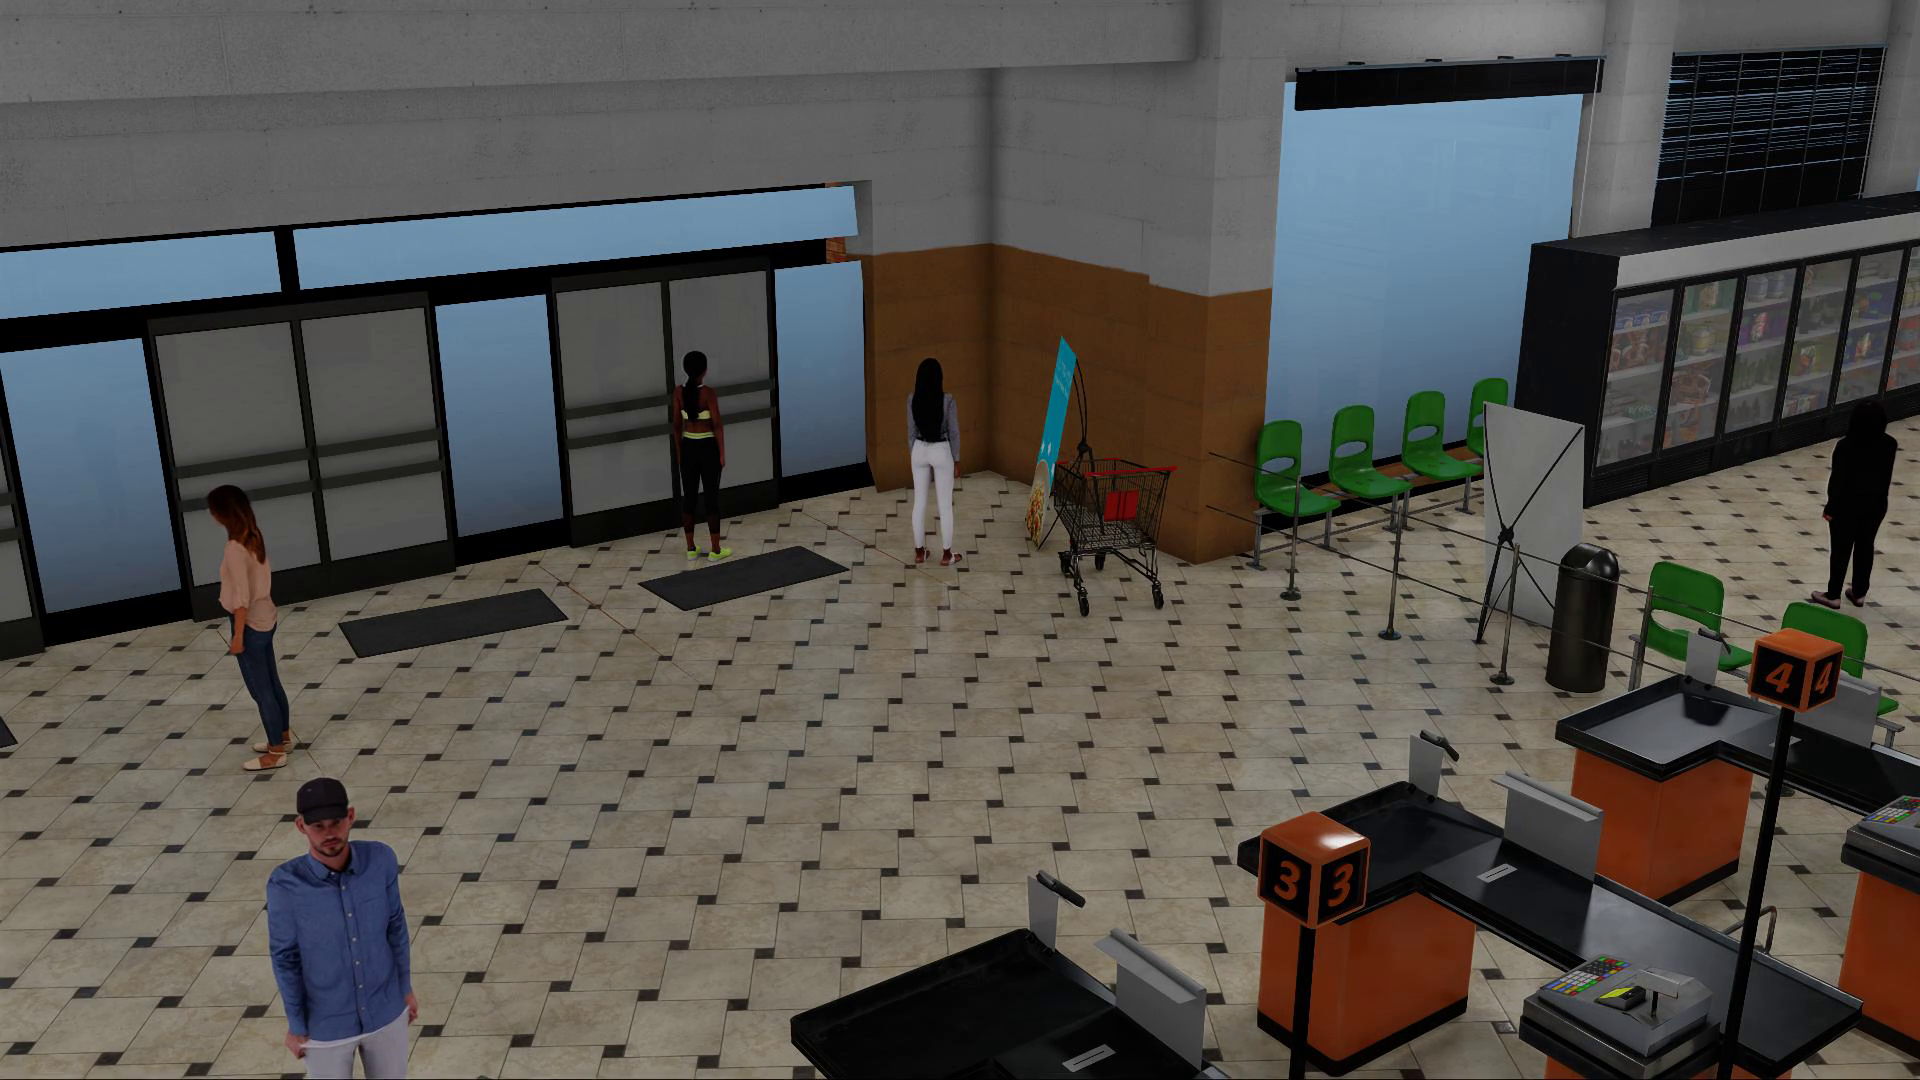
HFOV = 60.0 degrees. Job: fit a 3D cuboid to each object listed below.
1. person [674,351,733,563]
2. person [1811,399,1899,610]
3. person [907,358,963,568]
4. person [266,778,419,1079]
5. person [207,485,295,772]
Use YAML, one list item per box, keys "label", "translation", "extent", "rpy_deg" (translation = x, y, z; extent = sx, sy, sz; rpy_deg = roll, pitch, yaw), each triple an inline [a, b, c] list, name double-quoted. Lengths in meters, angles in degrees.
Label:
- label: "person"
  translation: [-2.136, -0.685, 13.626]
  extent: [0.635, 1.755, 0.702]
  rpy_deg: [4, 19, 12]
- label: "person"
  translation: [6.813, -0.273, 12.620]
  extent: [0.754, 1.616, 0.772]
  rpy_deg: [-3, 19, -8]
- label: "person"
  translation: [-0.220, -0.643, 13.550]
  extent: [0.641, 1.724, 0.735]
  rpy_deg: [7, 20, 19]
- label: "person"
  translation: [-2.267, 1.749, 6.199]
  extent: [0.651, 1.888, 0.551]
  rpy_deg: [-13, 23, -34]
- label: "person"
  translation: [-4.247, 0.518, 10.004]
  extent: [0.731, 1.789, 0.617]
  rpy_deg: [-2, 19, -6]
